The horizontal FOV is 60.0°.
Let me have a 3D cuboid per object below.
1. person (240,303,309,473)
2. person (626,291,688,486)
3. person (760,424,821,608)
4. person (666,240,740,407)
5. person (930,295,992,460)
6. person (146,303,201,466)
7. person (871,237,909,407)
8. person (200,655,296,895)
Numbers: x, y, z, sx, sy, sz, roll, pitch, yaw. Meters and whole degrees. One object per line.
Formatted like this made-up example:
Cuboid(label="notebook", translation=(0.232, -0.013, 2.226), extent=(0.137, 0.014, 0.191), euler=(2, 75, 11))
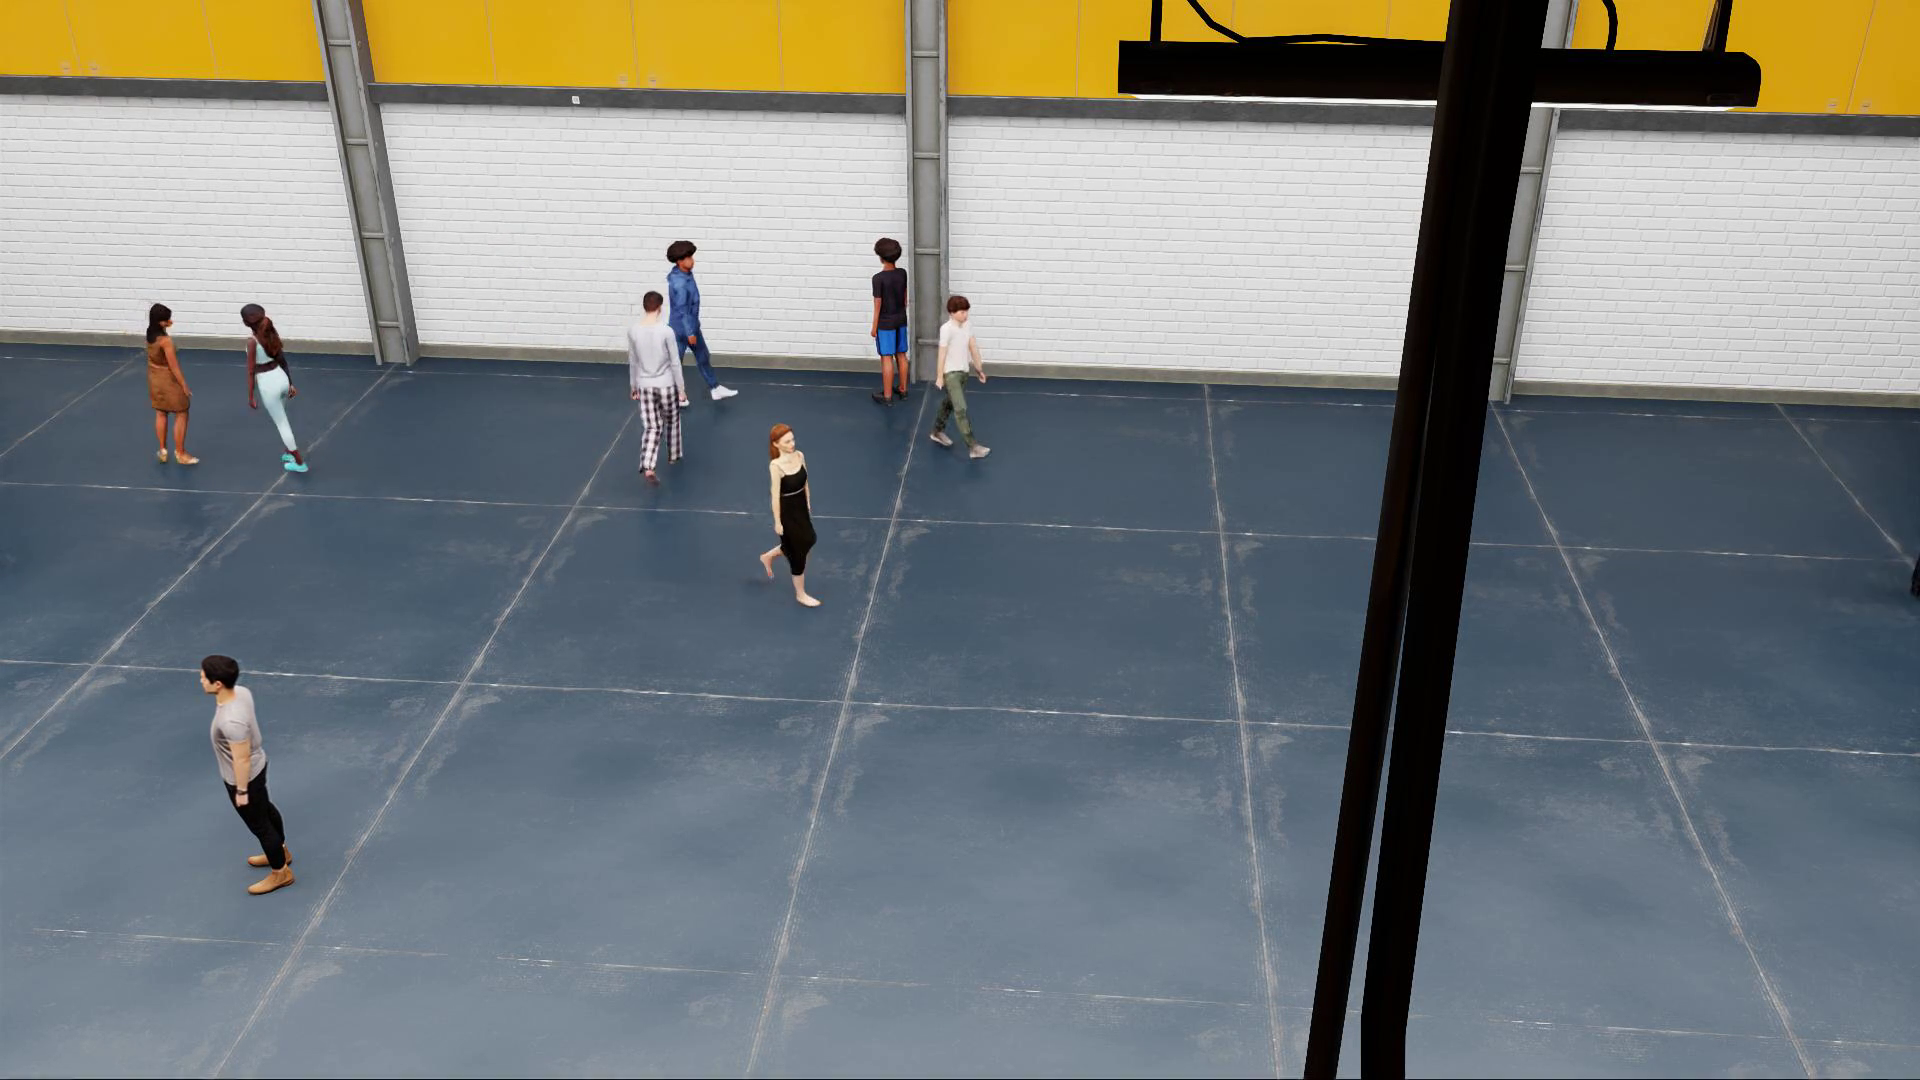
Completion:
Cuboid(label="person", translation=(-6.442, -1.415, 15.787), extent=(0.709, 1.709, 0.687), euler=(11, 31, 19))
Cuboid(label="person", translation=(-2.876, -1.381, 15.635), extent=(1.069, 1.794, 0.788), euler=(1, 29, 2))
Cuboid(label="person", translation=(-1.449, -0.228, 13.721), extent=(0.983, 1.603, 0.819), euler=(17, 33, 28))
Cuboid(label="person", translation=(-2.930, -2.215, 17.179), extent=(1.005, 1.779, 0.707), euler=(3, 29, 6))
Cuboid(label="person", translation=(-0.101, -1.635, 16.287), extent=(1.141, 1.615, 0.974), euler=(22, 35, 34))
Cuboid(label="person", translation=(-7.663, -1.485, 15.965), extent=(0.716, 1.661, 0.847), euler=(15, 32, 25))
Cuboid(label="person", translation=(-0.713, -2.268, 17.262), extent=(0.690, 1.793, 0.750), euler=(-22, 35, -34))
Cuboid(label="person", translation=(-4.512, 1.456, 10.509), extent=(0.650, 1.722, 0.673), euler=(-8, 30, -15))
